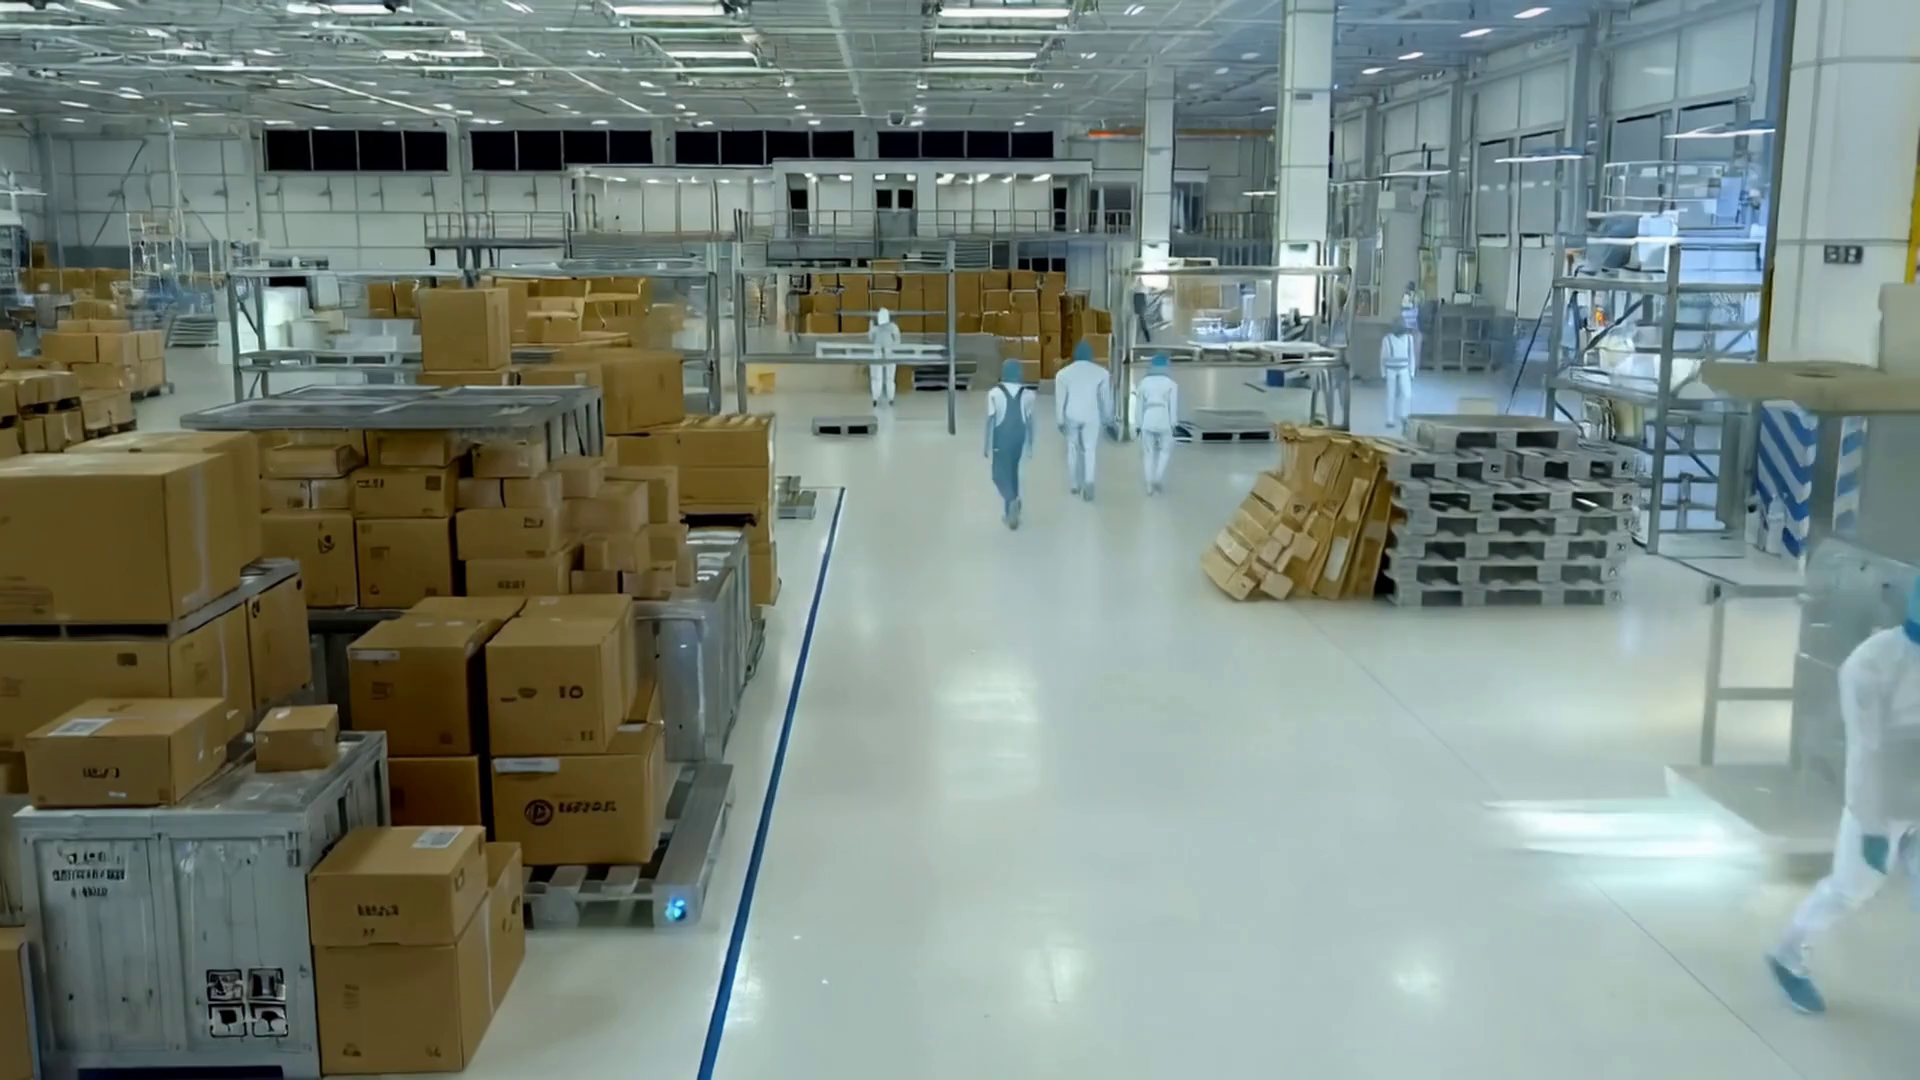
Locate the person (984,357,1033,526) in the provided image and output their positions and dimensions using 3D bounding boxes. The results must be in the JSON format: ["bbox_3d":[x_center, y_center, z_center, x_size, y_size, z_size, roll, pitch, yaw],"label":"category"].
[{"bbox_3d":[0.544,-1.029,17.660,0.522,1.824,0.679,-4,11,-19],"label":"person"}]

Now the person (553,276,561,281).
[{"bbox_3d":[-14.496,-8.687,60.024,0.587,1.930,0.355,7,12,33],"label":"person"}]

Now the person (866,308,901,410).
[{"bbox_3d":[-1.391,-3.280,30.149,0.619,1.845,0.430,1,10,5],"label":"person"}]

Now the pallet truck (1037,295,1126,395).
[{"bbox_3d":[2.483,-3.881,33.060,1.885,1.965,0.823,-7,13,-36],"label":"pallet truck"}]

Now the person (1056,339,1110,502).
[{"bbox_3d":[1.448,-1.408,19.576,0.646,1.913,0.904,0,10,1],"label":"person"}]

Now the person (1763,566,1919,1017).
[{"bbox_3d":[3.497,0.989,6.209,0.629,1.904,0.991,-2,10,-11],"label":"person"}]

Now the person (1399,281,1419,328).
[{"bbox_3d":[12.386,-6.165,45.994,0.373,1.937,0.555,-10,14,-43],"label":"person"}]

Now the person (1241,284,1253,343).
[{"bbox_3d":[8.540,-6.740,49.632,0.315,1.767,0.534,-3,11,-17],"label":"person"}]

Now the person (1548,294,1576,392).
[{"bbox_3d":[12.161,-3.960,33.546,0.622,1.987,0.406,-3,11,-15],"label":"person"}]

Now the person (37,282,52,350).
[{"bbox_3d":[-25.669,-6.268,46.602,0.432,1.914,0.564,-6,12,-28],"label":"person"}]

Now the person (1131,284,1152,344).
[{"bbox_3d":[5.303,-6.691,49.311,0.974,1.797,0.637,-7,13,-36],"label":"person"}]

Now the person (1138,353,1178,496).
[{"bbox_3d":[2.349,-1.373,19.840,0.507,1.714,0.359,4,11,19],"label":"person"}]

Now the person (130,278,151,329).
[{"bbox_3d":[-26.285,-7.455,53.345,0.590,1.864,0.652,0,10,0],"label":"person"}]

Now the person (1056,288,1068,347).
[{"bbox_3d":[2.952,-6.405,47.963,0.322,1.695,0.530,4,11,23],"label":"person"}]

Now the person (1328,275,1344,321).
[{"bbox_3d":[12.857,-8.149,56.892,0.513,1.973,0.636,4,11,22],"label":"person"}]

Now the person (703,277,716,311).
[{"bbox_3d":[-8.427,-7.940,56.023,1.039,1.881,0.635,-5,11,-26],"label":"person"}]

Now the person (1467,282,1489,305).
[{"bbox_3d":[14.415,-6.226,46.370,0.612,1.907,0.409,5,11,25],"label":"person"}]

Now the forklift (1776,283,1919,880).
[{"bbox_3d":[4.824,0.144,8.177,1.873,2.768,1.129,0,10,-2],"label":"forklift"}]

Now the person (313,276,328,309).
[{"bbox_3d":[-24.679,-9.336,64.232,0.527,1.721,0.938,-4,11,-20],"label":"person"}]

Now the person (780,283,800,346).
[{"bbox_3d":[-4.981,-6.589,48.628,0.554,1.824,0.947,1,10,8],"label":"person"}]

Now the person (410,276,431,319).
[{"bbox_3d":[-17.266,-7.509,53.151,0.701,2.000,0.551,2,10,11],"label":"person"}]

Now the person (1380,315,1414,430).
[{"bbox_3d":[7.024,-2.660,26.645,0.605,1.855,0.720,-2,10,-9],"label":"person"}]
